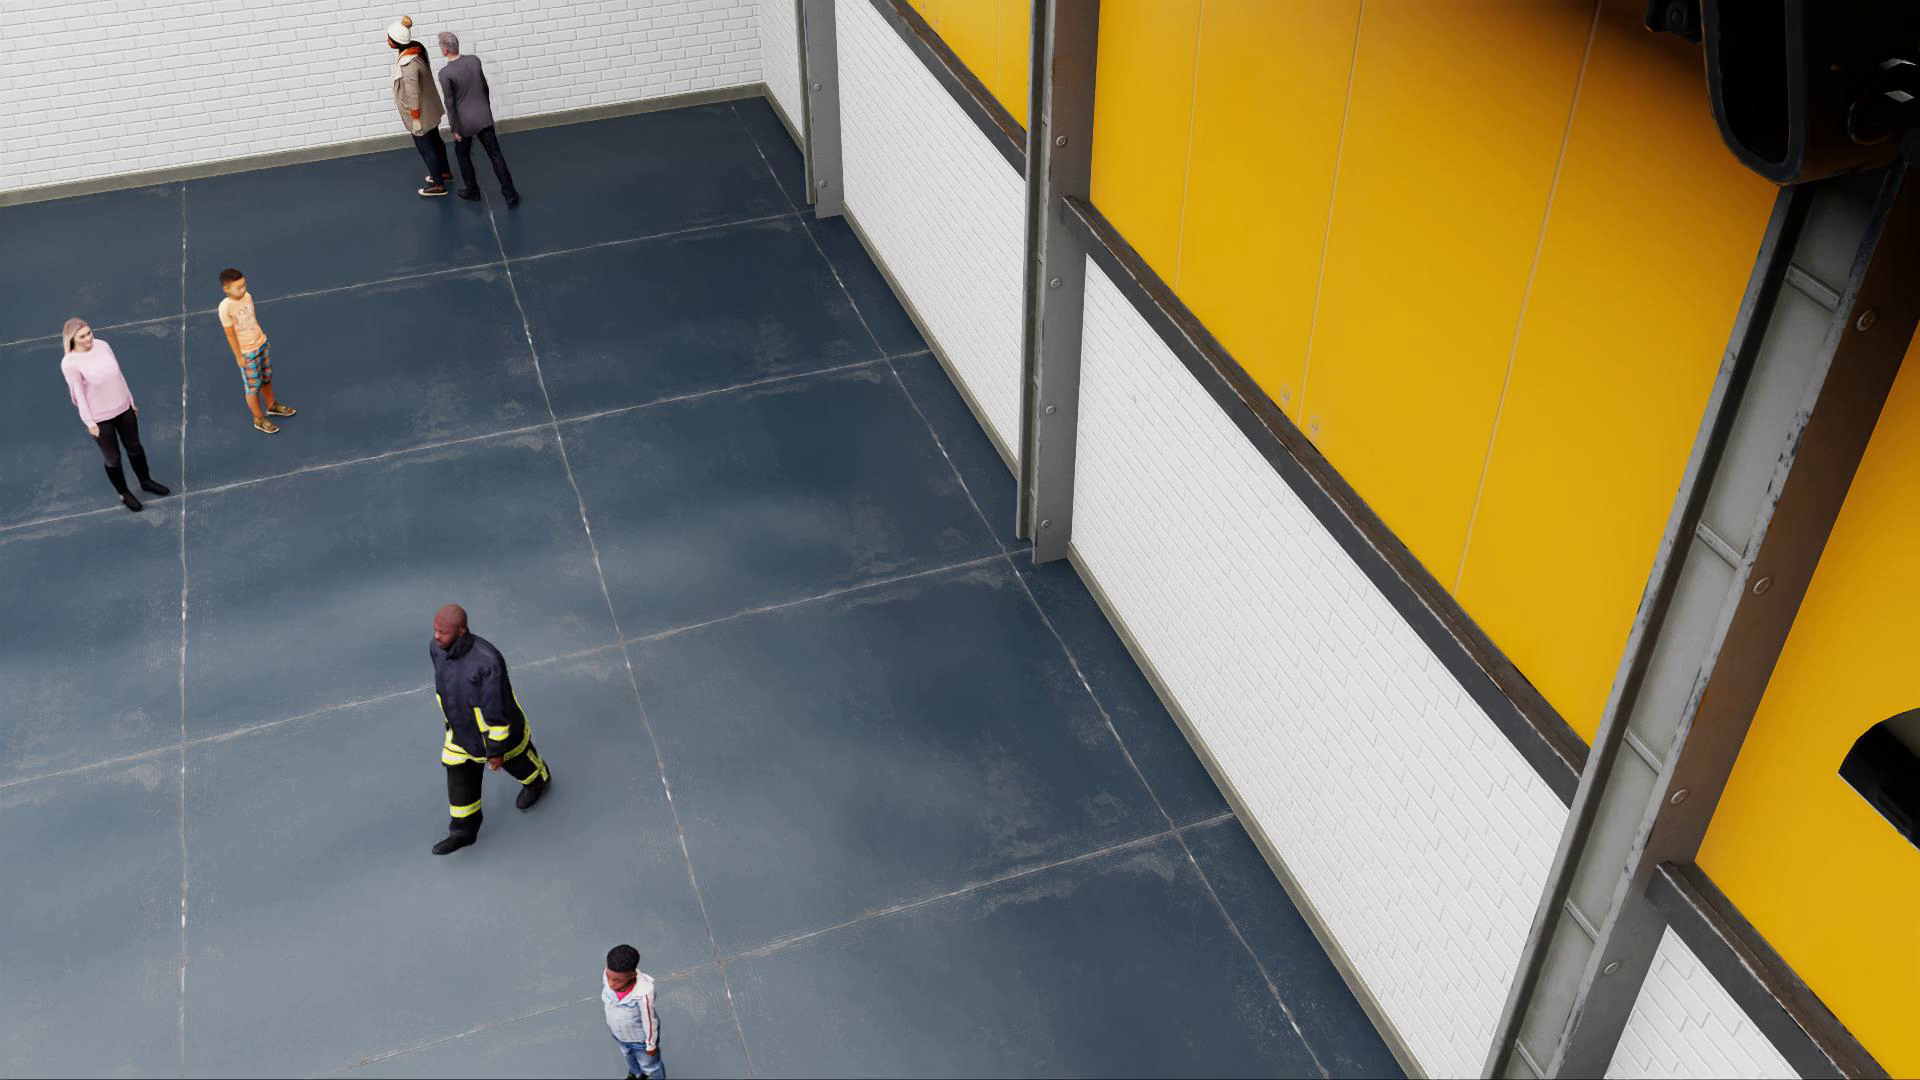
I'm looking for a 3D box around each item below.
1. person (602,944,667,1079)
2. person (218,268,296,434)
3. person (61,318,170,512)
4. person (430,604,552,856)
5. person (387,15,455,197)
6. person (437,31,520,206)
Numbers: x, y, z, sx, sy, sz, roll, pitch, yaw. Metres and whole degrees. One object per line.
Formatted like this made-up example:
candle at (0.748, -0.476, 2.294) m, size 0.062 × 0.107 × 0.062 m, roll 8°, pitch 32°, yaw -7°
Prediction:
person at (-1.723, 2.563, 8.824) m, size 0.556 × 1.261 × 0.626 m, roll 23°, pitch 44°, yaw 26°
person at (-5.936, -1.608, 13.886) m, size 0.662 × 1.461 × 0.576 m, roll 9°, pitch 40°, yaw 11°
person at (-6.646, -1.003, 12.947) m, size 0.742 × 1.687 × 0.687 m, roll 18°, pitch 42°, yaw 21°
person at (-2.892, 1.060, 10.287) m, size 1.222 × 1.782 × 1.274 m, roll 17°, pitch 42°, yaw 20°
person at (-5.545, -4.488, 17.147) m, size 0.827 × 1.892 × 0.707 m, roll -2°, pitch 39°, yaw -3°
person at (-4.921, -4.255, 16.932) m, size 0.958 × 1.796 × 1.059 m, roll -31°, pitch 48°, yaw -33°
